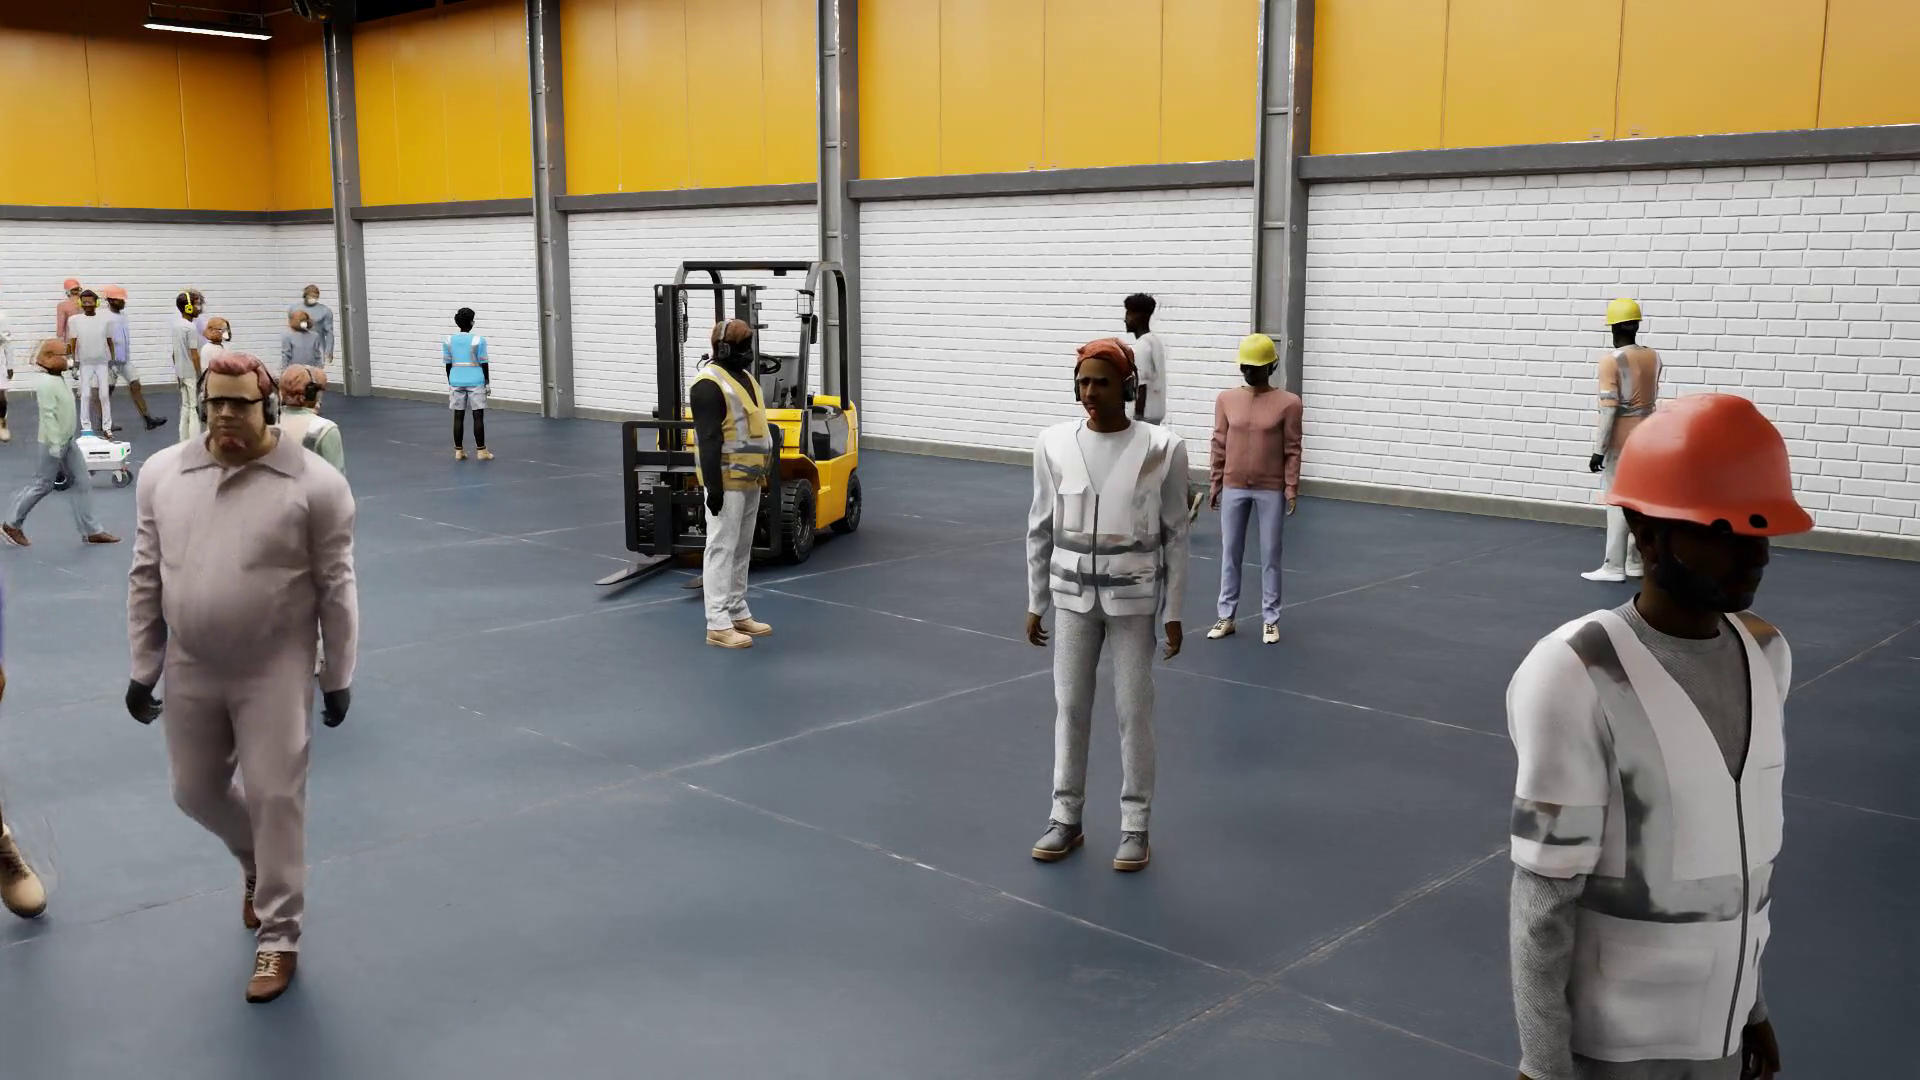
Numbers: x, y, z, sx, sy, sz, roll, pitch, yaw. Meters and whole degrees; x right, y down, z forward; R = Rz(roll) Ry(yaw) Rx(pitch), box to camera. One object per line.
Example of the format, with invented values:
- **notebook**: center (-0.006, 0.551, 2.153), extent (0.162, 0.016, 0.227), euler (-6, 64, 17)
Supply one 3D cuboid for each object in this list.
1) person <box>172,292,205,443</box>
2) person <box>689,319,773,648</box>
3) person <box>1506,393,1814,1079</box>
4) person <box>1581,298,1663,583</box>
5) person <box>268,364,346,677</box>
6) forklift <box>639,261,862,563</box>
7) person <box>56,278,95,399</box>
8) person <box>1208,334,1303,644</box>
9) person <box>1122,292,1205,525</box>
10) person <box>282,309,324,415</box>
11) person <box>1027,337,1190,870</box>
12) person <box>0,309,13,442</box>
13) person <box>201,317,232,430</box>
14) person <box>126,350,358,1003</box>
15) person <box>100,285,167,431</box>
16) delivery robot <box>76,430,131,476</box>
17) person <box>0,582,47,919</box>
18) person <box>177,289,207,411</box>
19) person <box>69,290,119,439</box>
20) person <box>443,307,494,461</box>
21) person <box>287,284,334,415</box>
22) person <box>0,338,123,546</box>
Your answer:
- **person**: center (-8.341, -1.750, 18.067), extent (0.538, 1.869, 0.313), euler (8, 12, 42)
- **person**: center (-1.274, -0.325, 9.413), extent (0.429, 1.842, 0.634), euler (2, 10, 15)
- **person**: center (1.101, 0.737, 2.608), extent (0.553, 1.935, 0.364), euler (-5, 11, -29)
- **person**: center (4.476, -0.667, 11.259), extent (0.589, 1.923, 0.383), euler (-6, 11, -33)
- **person**: center (-3.419, -0.098, 8.667), extent (0.528, 1.631, 0.313), euler (3, 10, 18)
- **forklift**: center (-1.552, -1.040, 12.721), extent (1.214, 2.155, 2.313), euler (2, 9, 11)
- **person**: center (-14.249, -3.239, 26.856), extent (0.722, 1.977, 0.637), euler (7, 11, 35)
- **person**: center (1.666, -0.287, 9.441), extent (0.523, 1.760, 0.328), euler (4, 10, 23)
- **person**: center (1.542, -1.000, 13.260), extent (0.727, 1.947, 0.615), euler (3, 10, 17)
- **person**: center (-8.274, -2.092, 20.924), extent (0.403, 1.622, 0.510), euler (8, 12, 39)
- **person**: center (0.513, 0.228, 5.890), extent (0.585, 1.882, 0.337), euler (4, 10, 21)
- **person**: center (-11.620, -2.105, 19.765), extent (0.640, 2.029, 0.613), euler (-4, 10, -22)
- **person**: center (-7.539, -1.452, 16.960), extent (0.270, 1.631, 0.507), euler (0, 9, 1)
- **person**: center (-2.159, 0.368, 5.040), extent (0.661, 1.884, 0.755), euler (0, 9, 1)
- **person**: center (-10.842, -2.347, 21.620), extent (0.933, 1.897, 0.566), euler (2, 10, 13)
- **delivery robot**: center (-8.458, -0.829, 16.152), extent (0.707, 0.478, 0.477), euler (-3, 10, -17)
- **person**: center (-3.284, 0.313, 5.018), extent (0.756, 2.005, 0.721), euler (-2, 10, -13)
- **person**: center (-8.695, -1.884, 18.851), extent (0.368, 1.897, 0.743), euler (-4, 10, -25)
- **person**: center (-10.775, -2.176, 20.695), extent (0.530, 1.864, 0.313), euler (-6, 11, -33)
- **person**: center (-5.431, -1.714, 18.374), extent (0.535, 1.697, 0.318), euler (1, 9, 9)
- **person**: center (-9.379, -2.747, 24.083), extent (0.651, 1.897, 0.517), euler (-2, 9, -10)
- **person**: center (-6.948, -0.742, 12.705), extent (0.808, 1.604, 0.514), euler (-1, 9, -7)
